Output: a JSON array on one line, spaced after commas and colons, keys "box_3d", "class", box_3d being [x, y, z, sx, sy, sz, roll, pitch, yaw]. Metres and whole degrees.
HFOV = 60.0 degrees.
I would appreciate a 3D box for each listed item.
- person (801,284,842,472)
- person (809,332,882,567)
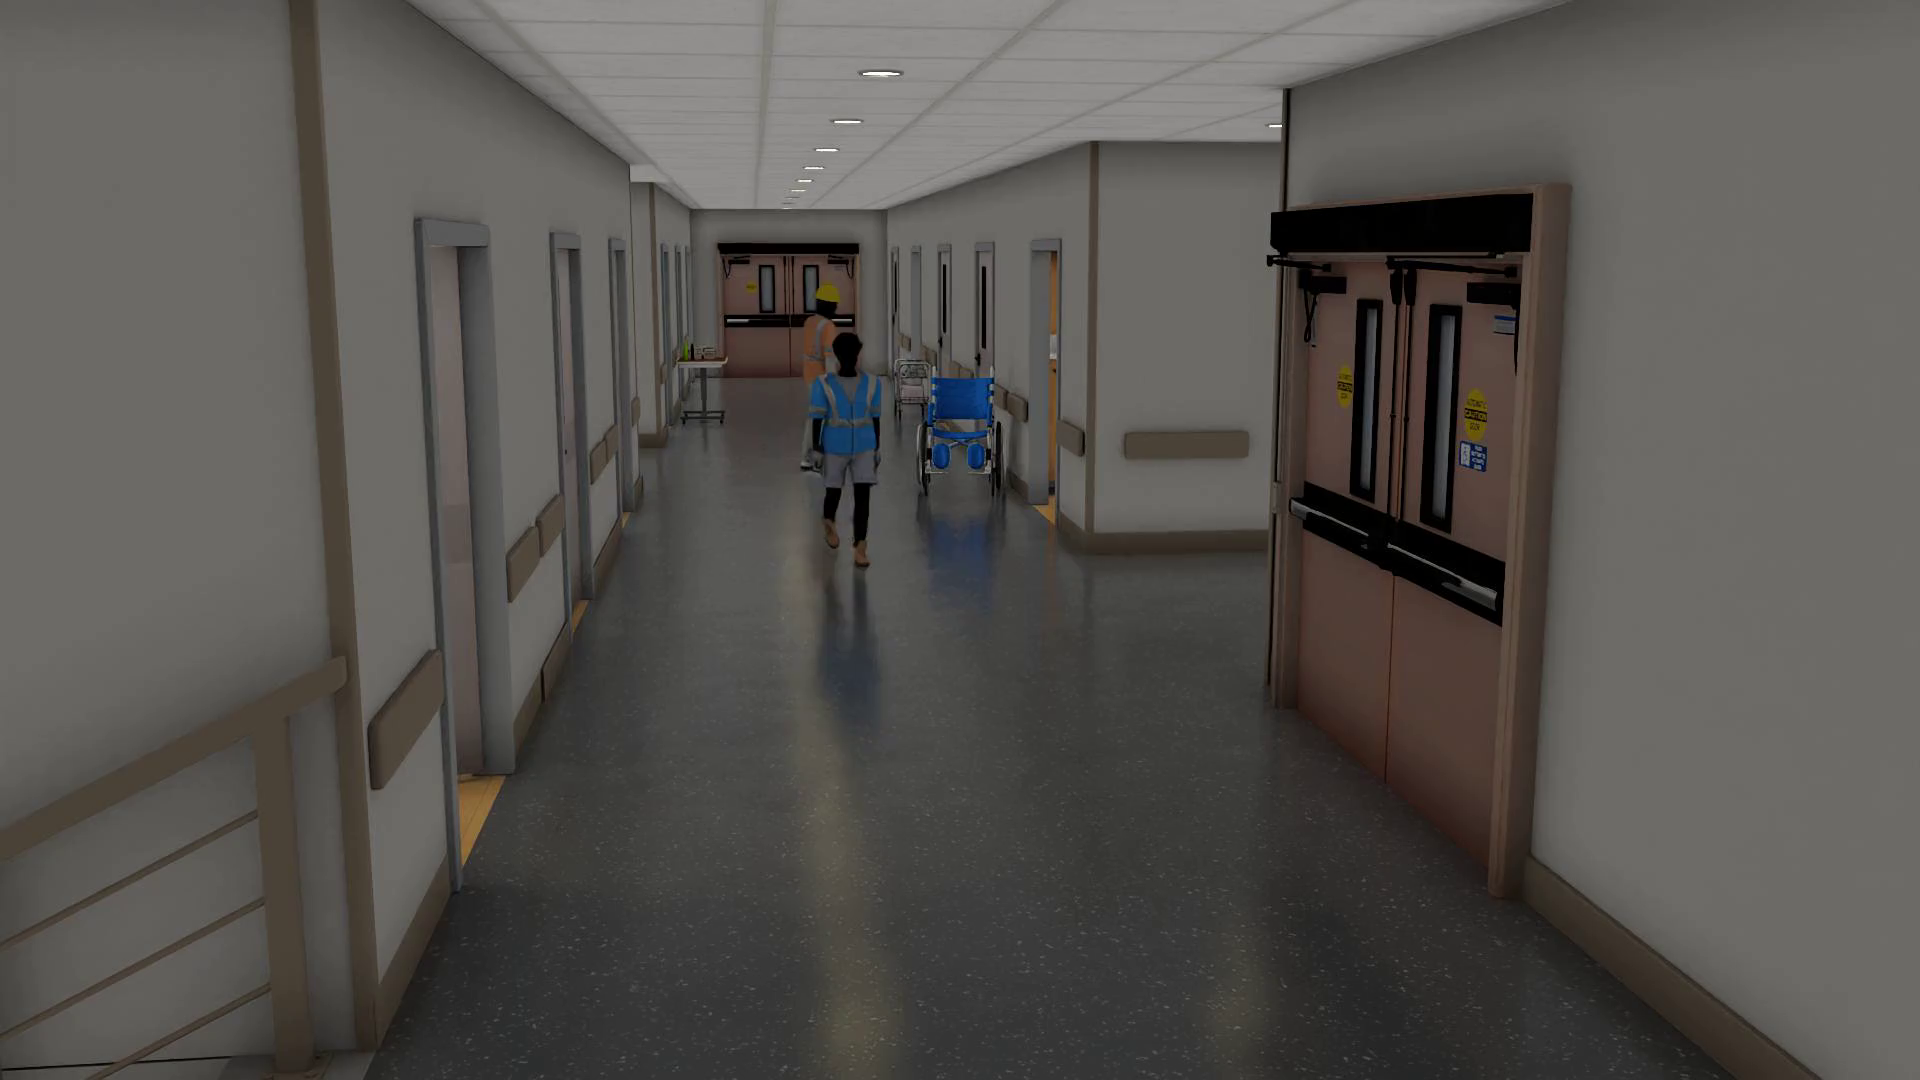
[{"box_3d": [-1.401, -1.650, 17.023, 0.408, 1.911, 0.601, -6, 11, -32], "class": "person"}, {"box_3d": [-0.829, -0.675, 12.029, 0.540, 1.671, 0.741, -3, 10, -15], "class": "person"}]
